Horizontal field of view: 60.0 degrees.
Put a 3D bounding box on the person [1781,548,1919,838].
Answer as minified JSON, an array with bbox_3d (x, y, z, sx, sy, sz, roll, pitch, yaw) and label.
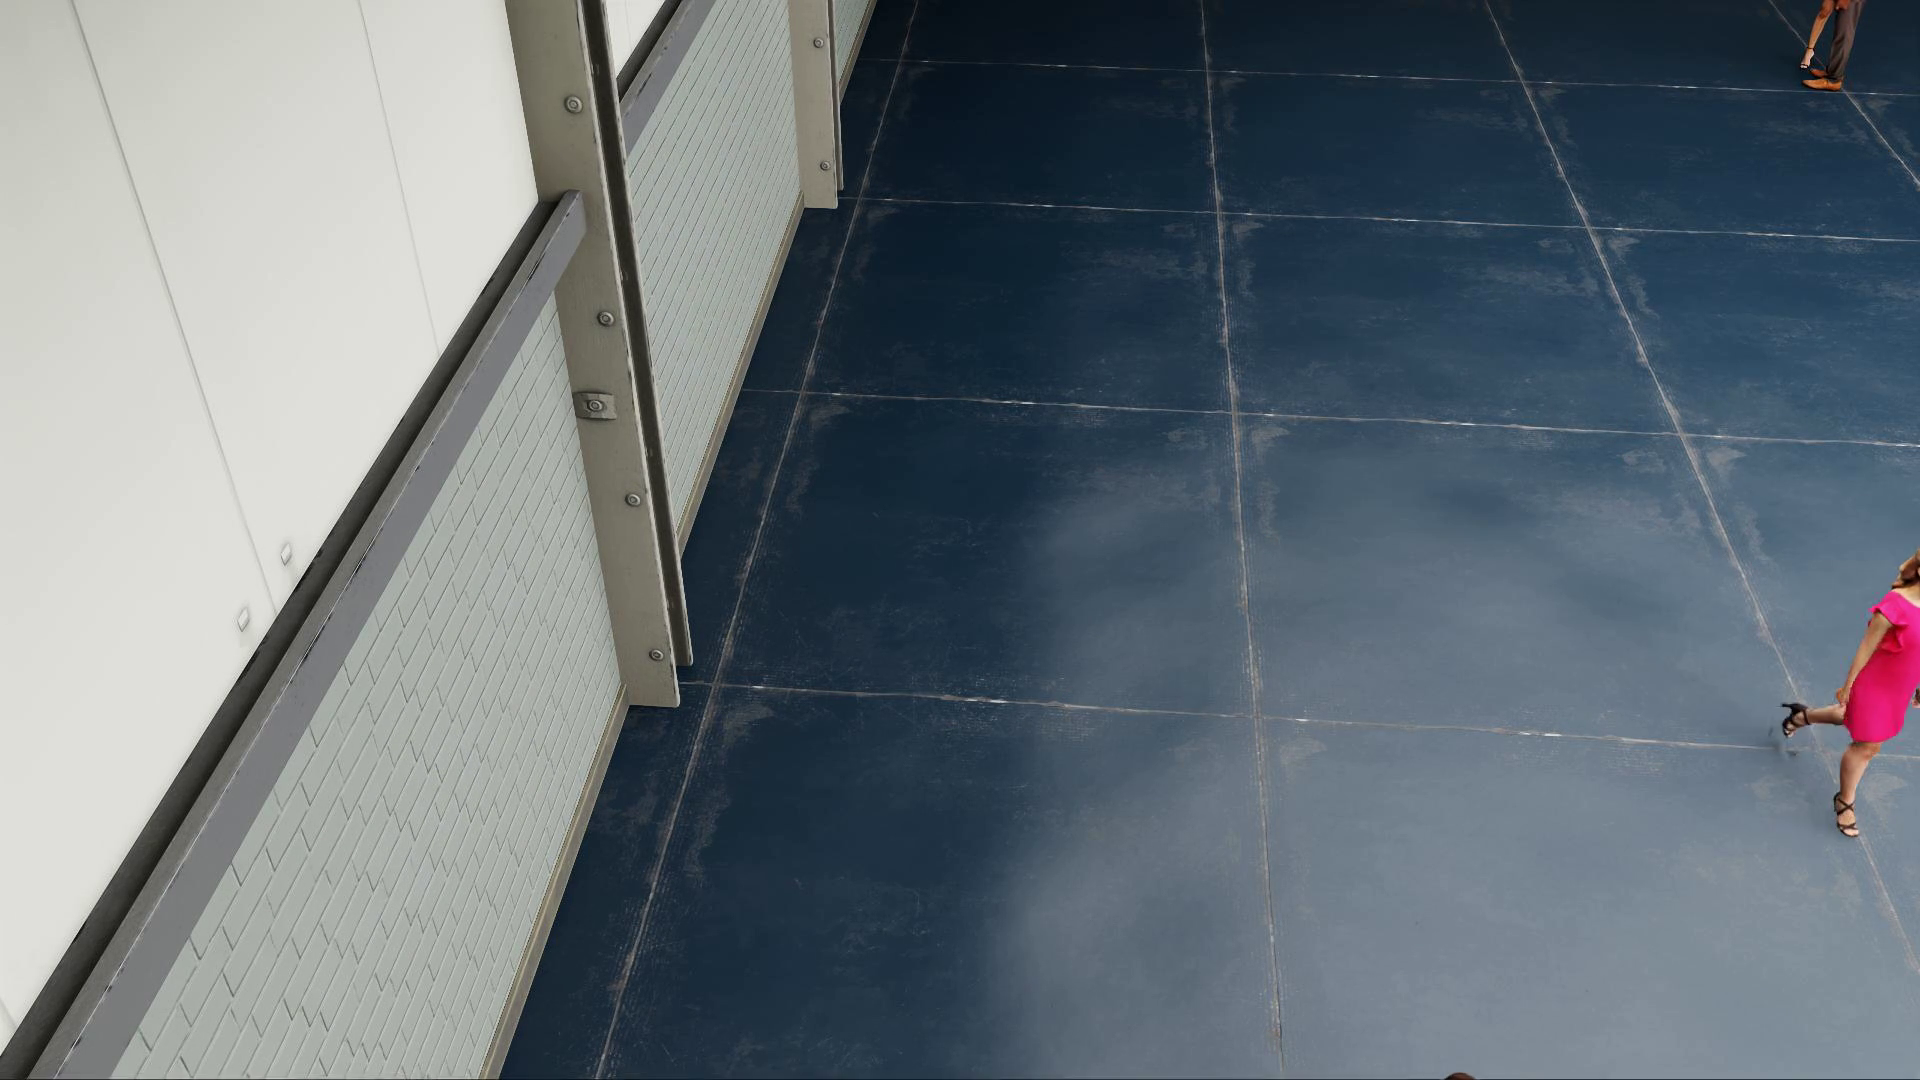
[{"bbox_3d":[4.453,0.633,8.124,0.811,1.701,1.045,-11,39,-14],"label":"person"}]

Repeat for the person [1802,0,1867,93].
[{"bbox_3d":[8.258,-5.097,15.281,0.844,1.907,0.717,21,43,25],"label":"person"}]
